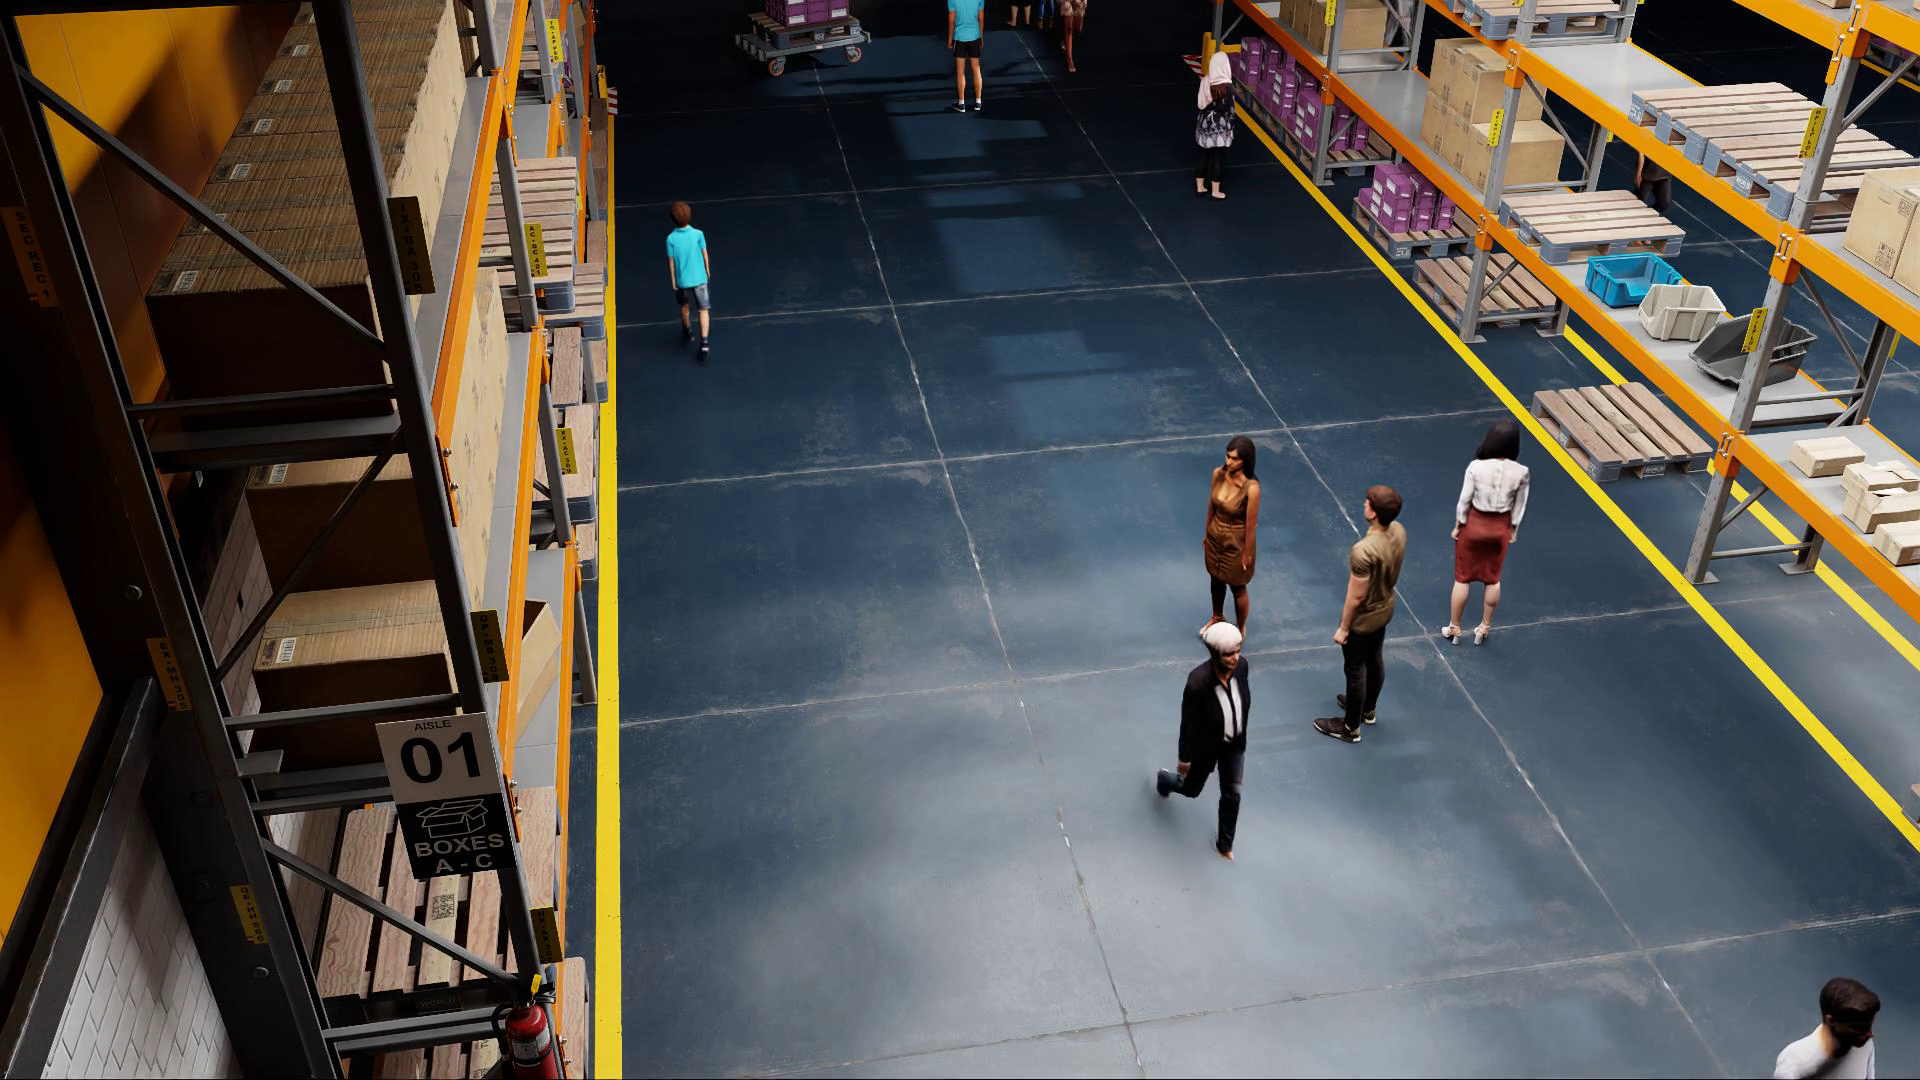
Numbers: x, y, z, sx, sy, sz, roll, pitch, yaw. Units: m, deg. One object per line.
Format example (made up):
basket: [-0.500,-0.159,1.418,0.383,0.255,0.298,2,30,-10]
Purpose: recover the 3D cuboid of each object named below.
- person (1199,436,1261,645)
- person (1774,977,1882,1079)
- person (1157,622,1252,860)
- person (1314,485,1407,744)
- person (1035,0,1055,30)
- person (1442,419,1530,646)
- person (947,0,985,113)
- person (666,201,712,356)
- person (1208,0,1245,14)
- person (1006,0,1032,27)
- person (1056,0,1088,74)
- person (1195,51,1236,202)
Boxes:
person: [1.837,0.029,11.286,0.698,1.683,0.592,-24,40,-31]
person: [3.607,2.560,7.329,0.987,1.848,1.269,-20,38,-27]
person: [1.484,1.154,9.788,0.943,1.760,1.139,-16,37,-23]
person: [2.572,0.461,10.483,0.779,1.851,0.754,28,43,35]
person: [1.220,-7.929,23.648,0.484,1.251,0.489,-5,34,-8]
person: [3.569,-0.038,11.327,0.647,1.750,0.601,3,34,4]
person: [0.088,-6.198,20.569,0.610,1.776,0.519,-7,34,-10]
person: [-2.433,-2.365,15.117,0.533,1.428,0.926,-6,34,-9]
person: [3.992,-8.441,24.015,0.820,1.698,1.038,-13,36,-18]
person: [0.838,-8.144,23.633,0.587,1.626,0.592,-10,35,-14]
person: [1.463,-7.117,21.953,0.573,1.776,0.930,-5,34,-8]
person: [2.778,-4.521,18.175,0.741,1.634,0.812,26,42,33]
